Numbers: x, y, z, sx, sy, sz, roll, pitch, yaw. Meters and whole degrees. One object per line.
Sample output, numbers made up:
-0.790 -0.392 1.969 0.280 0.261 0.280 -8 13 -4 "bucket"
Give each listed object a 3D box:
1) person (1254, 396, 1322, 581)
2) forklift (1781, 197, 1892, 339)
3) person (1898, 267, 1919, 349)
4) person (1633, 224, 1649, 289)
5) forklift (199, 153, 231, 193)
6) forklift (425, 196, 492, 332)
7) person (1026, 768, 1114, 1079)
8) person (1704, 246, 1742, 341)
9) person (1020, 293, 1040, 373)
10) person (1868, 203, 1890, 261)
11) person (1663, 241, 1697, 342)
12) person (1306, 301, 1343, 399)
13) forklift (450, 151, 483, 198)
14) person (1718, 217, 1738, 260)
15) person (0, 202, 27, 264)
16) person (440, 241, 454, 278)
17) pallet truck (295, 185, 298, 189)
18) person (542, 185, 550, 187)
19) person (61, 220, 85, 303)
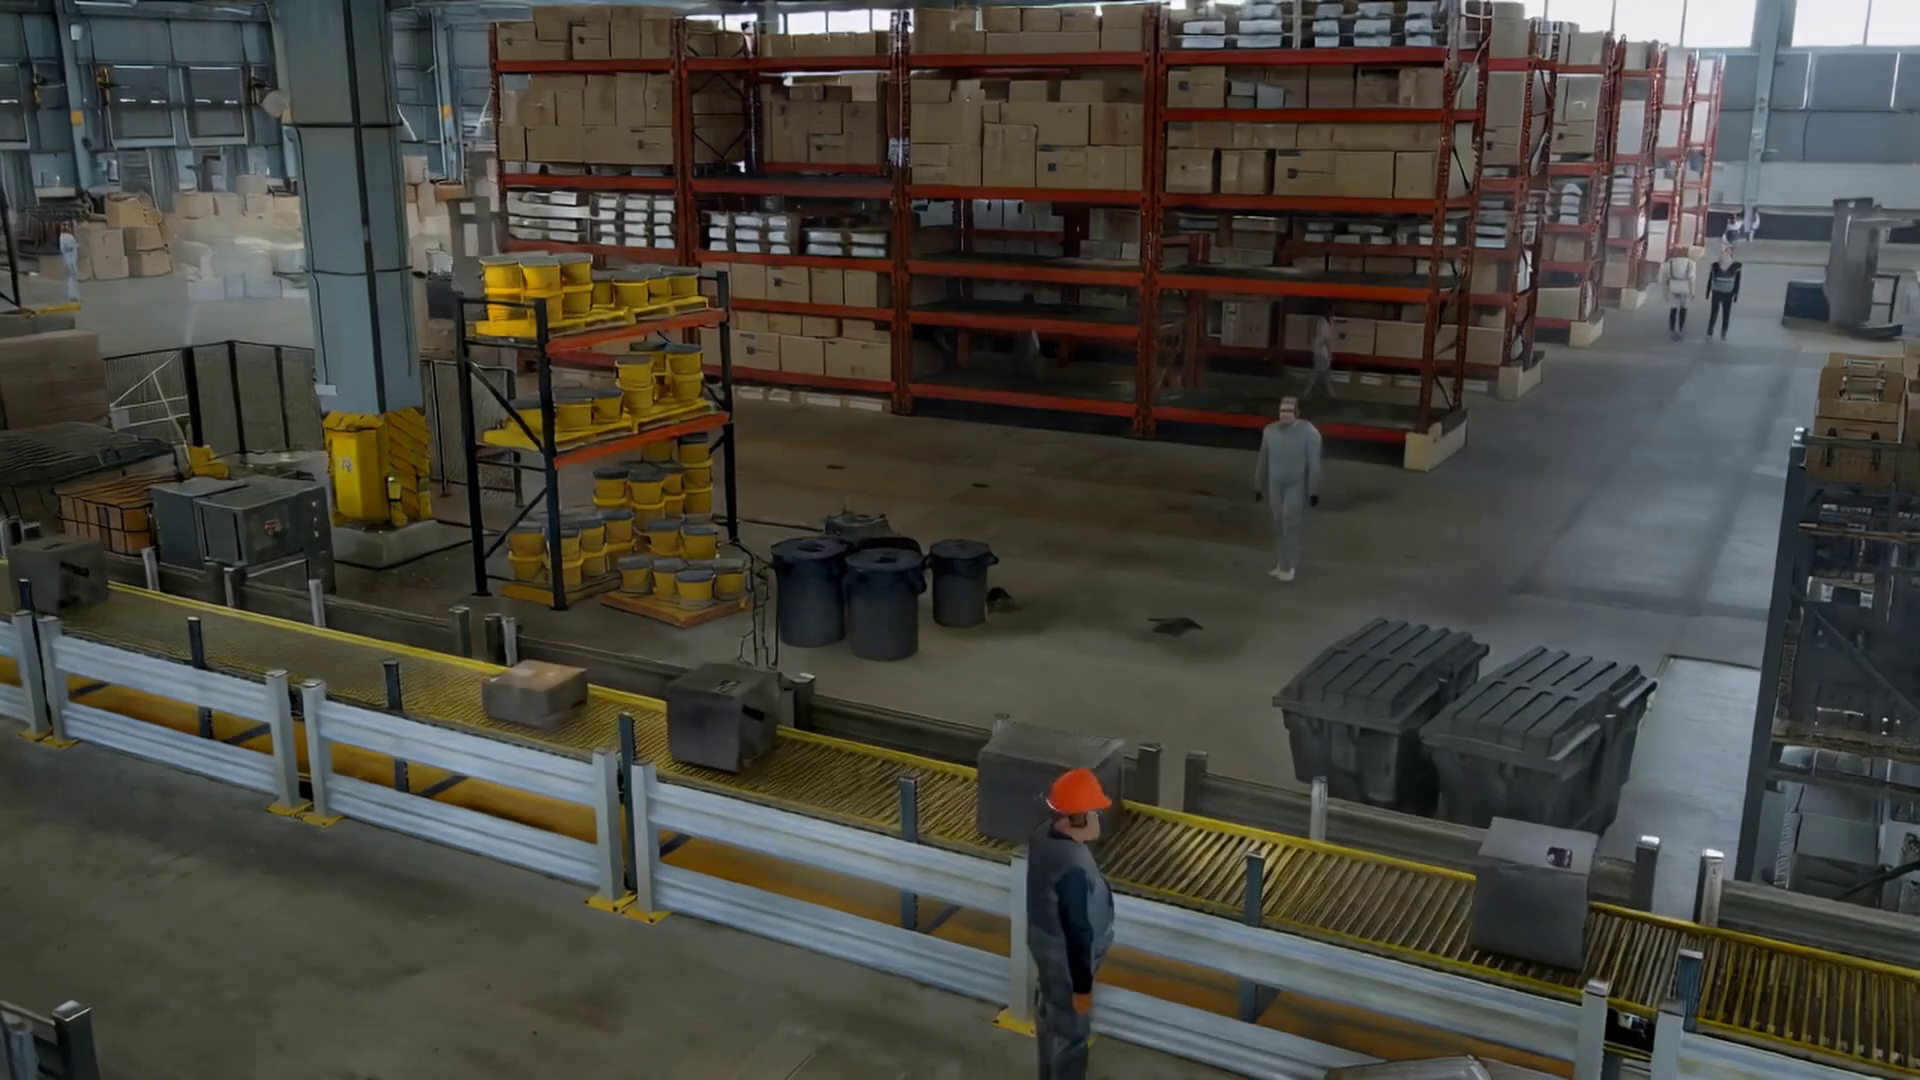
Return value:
3.300 -0.534 17.012 0.668 1.883 0.664 11 19 37 "person"
18.348 -5.690 34.491 1.129 2.768 1.873 -9 17 -31 "forklift"
18.657 -4.553 32.628 0.598 1.611 0.572 -2 15 -9 "person"
16.827 -6.918 41.129 0.508 1.822 0.657 8 17 27 "person"
-27.440 -12.865 61.464 1.873 2.768 1.129 8 17 28 "forklift"
-10.181 -5.747 34.703 1.873 2.768 1.129 8 17 28 "forklift"
0.519 1.934 7.841 0.404 1.829 0.620 -3 15 -13 "person"
15.527 -5.028 33.848 0.593 1.917 0.392 10 18 33 "person"
1.172 -3.287 27.761 0.525 1.670 0.555 3 15 12 "person"
26.531 -8.800 48.156 0.997 1.863 0.666 -13 20 -40 "person"
14.622 -5.055 33.810 0.630 1.985 1.034 7 16 25 "person"
5.913 -3.004 26.705 0.759 1.663 0.553 0 15 1 "person"
-18.740 -13.643 64.388 1.873 2.768 1.129 0 15 1 "forklift"
19.716 -7.352 42.718 0.570 1.844 0.377 -11 18 -36 "person"
-28.224 -9.105 49.362 0.624 1.828 0.506 -13 20 -41 "person"
-10.969 -5.480 35.705 0.505 1.844 0.897 9 18 32 "person"
-26.804 -14.617 69.738 1.885 1.965 0.823 -14 20 -42 "pallet truck"
-15.604 -12.789 63.080 0.898 1.879 0.593 6 16 23 "person"
-21.404 -6.703 40.051 0.367 1.963 0.609 -7 17 -25 "person"
